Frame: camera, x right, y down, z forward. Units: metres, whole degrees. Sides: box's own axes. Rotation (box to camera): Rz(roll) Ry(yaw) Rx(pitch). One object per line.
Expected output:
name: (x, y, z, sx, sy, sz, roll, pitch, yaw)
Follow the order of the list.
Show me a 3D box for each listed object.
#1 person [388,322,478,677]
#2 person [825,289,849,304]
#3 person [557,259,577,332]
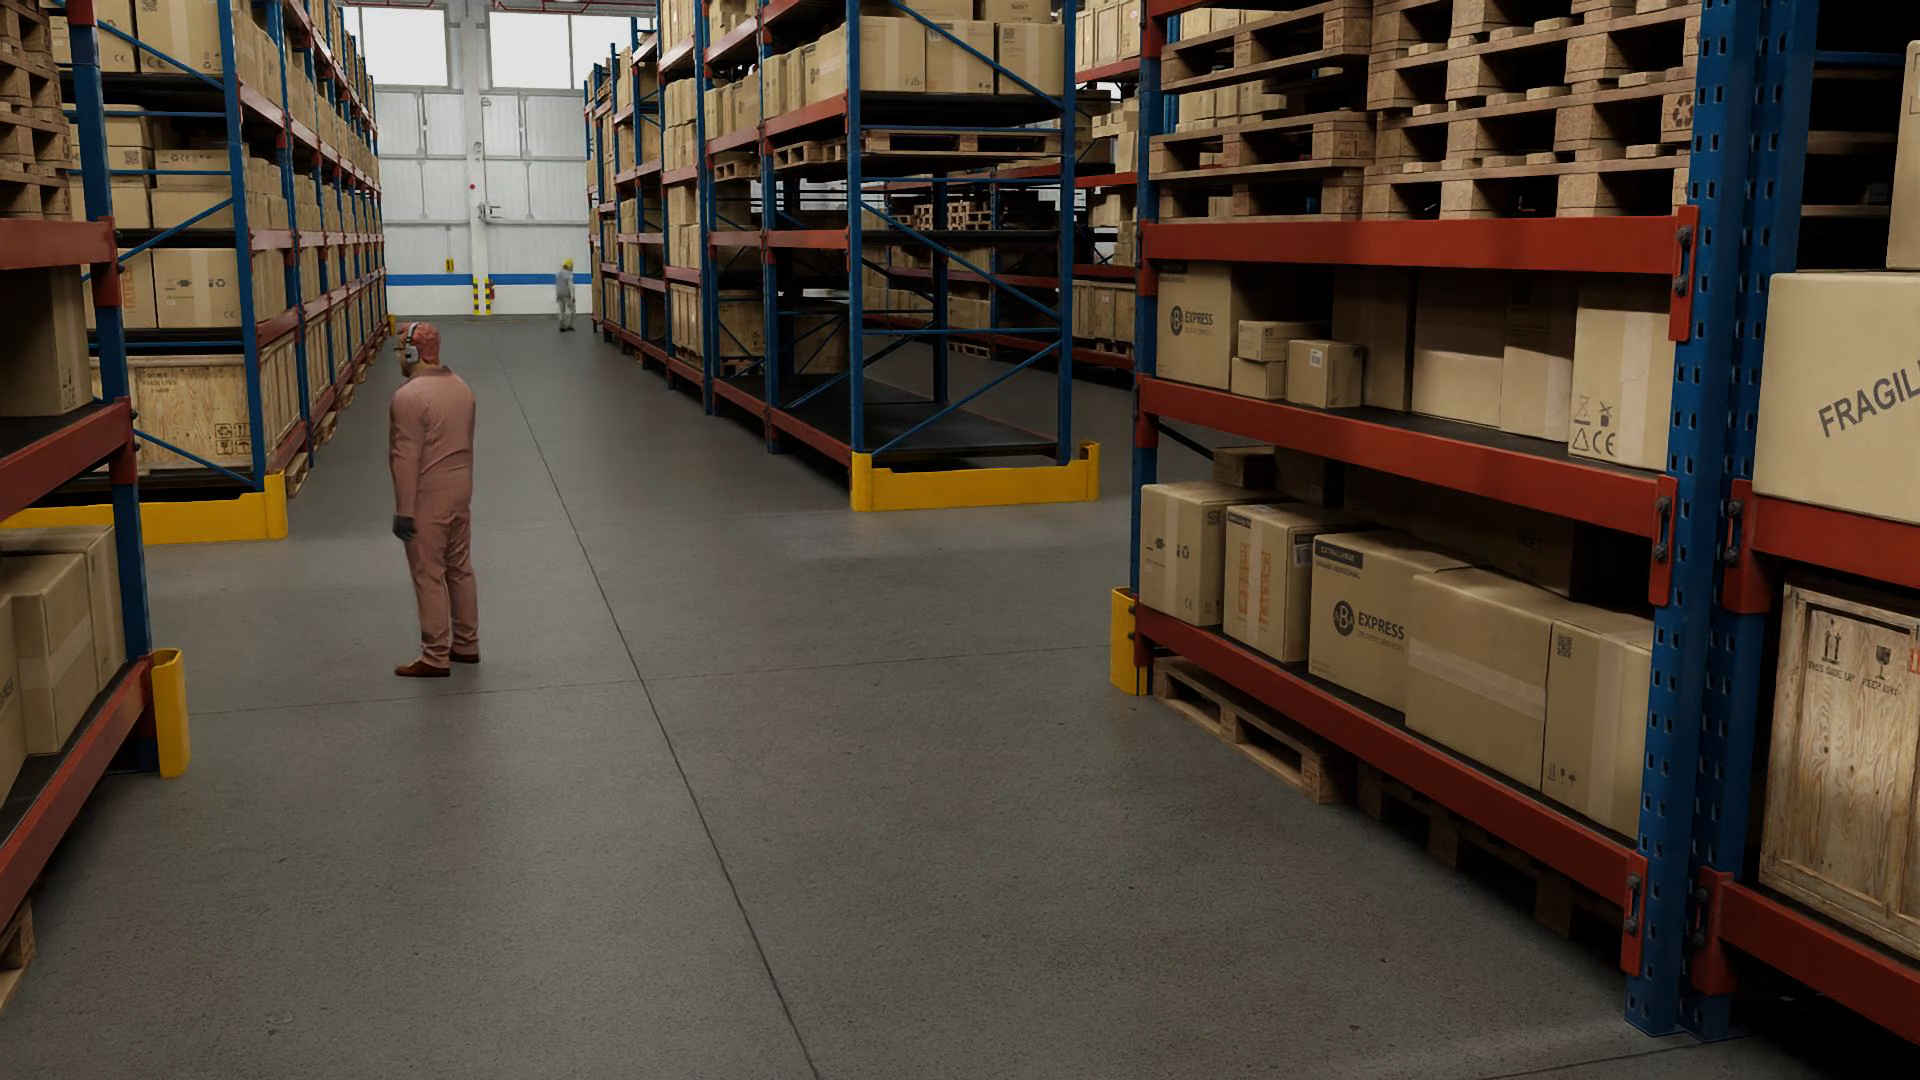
person: (-2.856, -0.217, 8.964, 0.399, 1.900, 0.645, 3, 11, 14)
person: (-2.636, -5.233, 36.467, 0.623, 1.900, 0.984, -2, 11, -11)
person: (-9.710, -6.025, 41.073, 0.689, 1.790, 0.587, 8, 13, 36)
